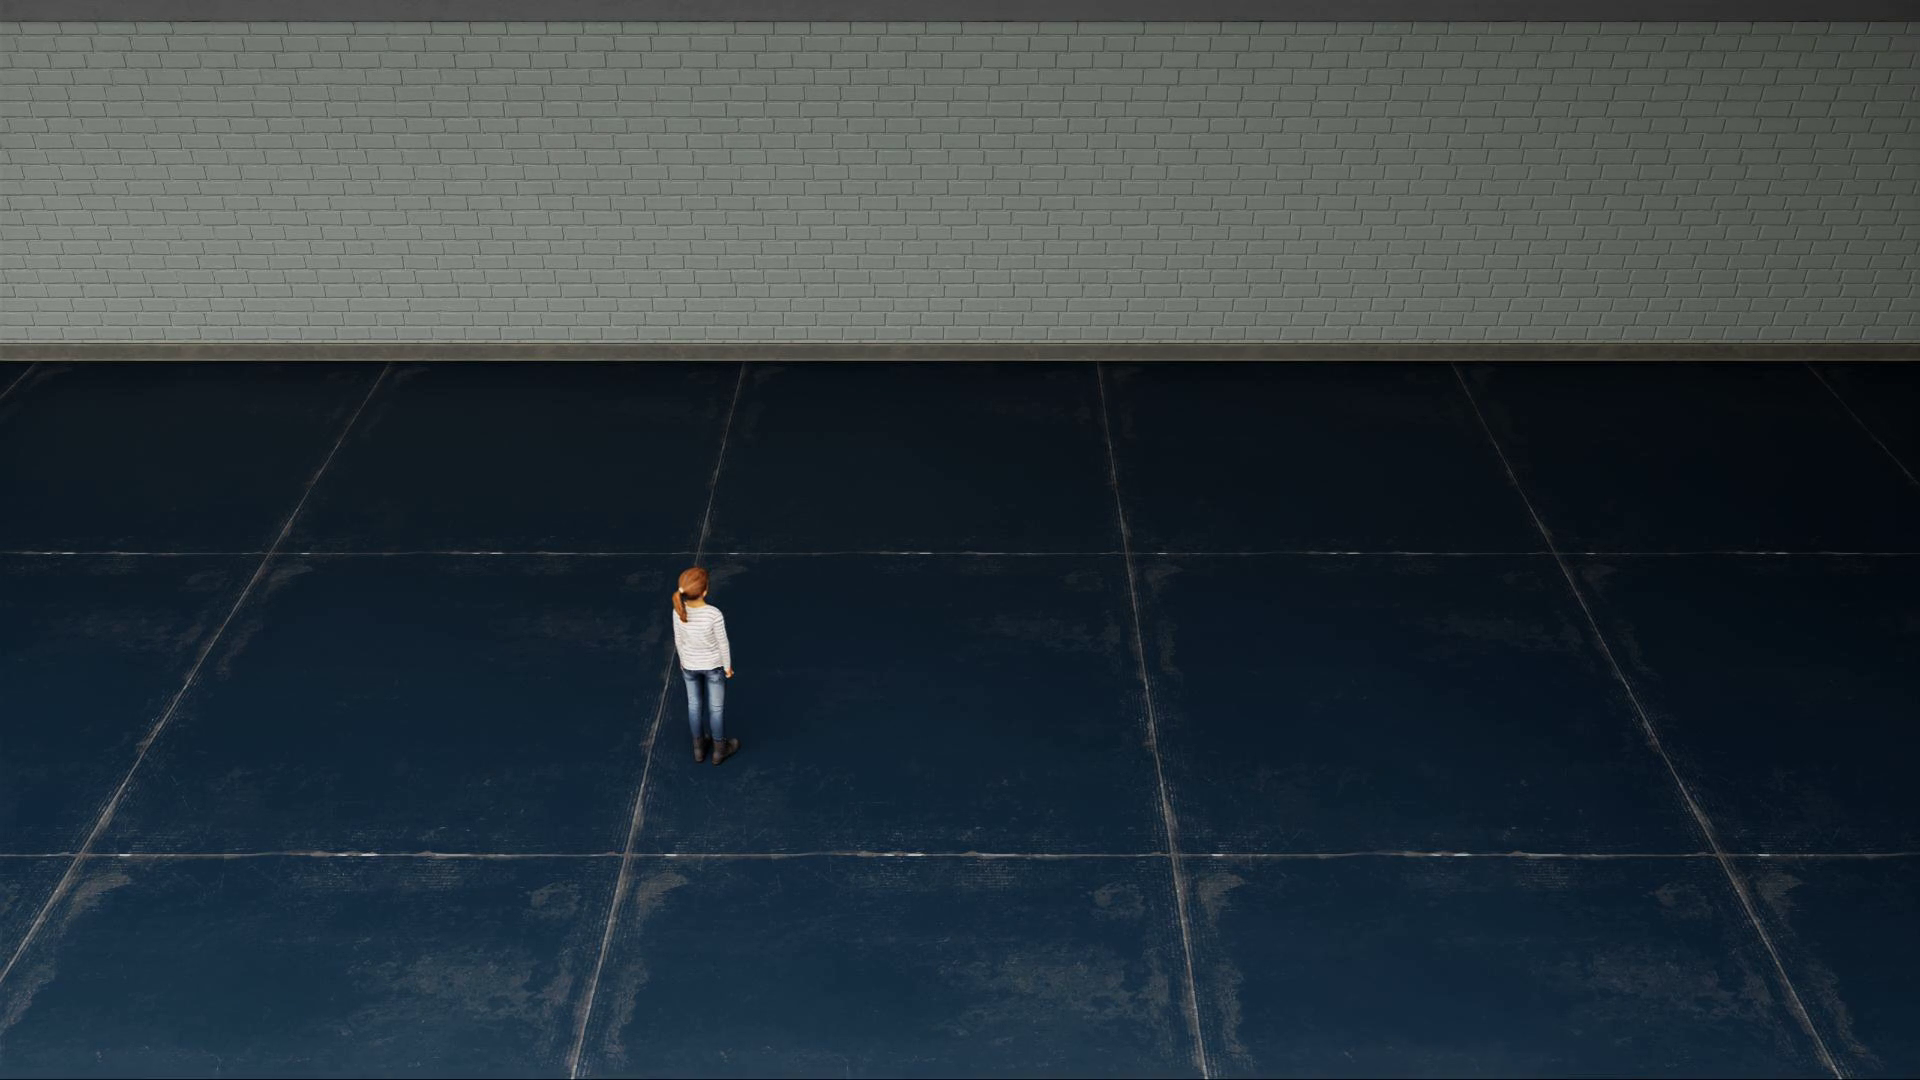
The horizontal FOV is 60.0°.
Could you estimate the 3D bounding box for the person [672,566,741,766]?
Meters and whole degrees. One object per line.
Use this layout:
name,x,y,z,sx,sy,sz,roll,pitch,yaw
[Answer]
person,-1.465,0.717,9.467,0.521,1.316,0.554,8,34,12
